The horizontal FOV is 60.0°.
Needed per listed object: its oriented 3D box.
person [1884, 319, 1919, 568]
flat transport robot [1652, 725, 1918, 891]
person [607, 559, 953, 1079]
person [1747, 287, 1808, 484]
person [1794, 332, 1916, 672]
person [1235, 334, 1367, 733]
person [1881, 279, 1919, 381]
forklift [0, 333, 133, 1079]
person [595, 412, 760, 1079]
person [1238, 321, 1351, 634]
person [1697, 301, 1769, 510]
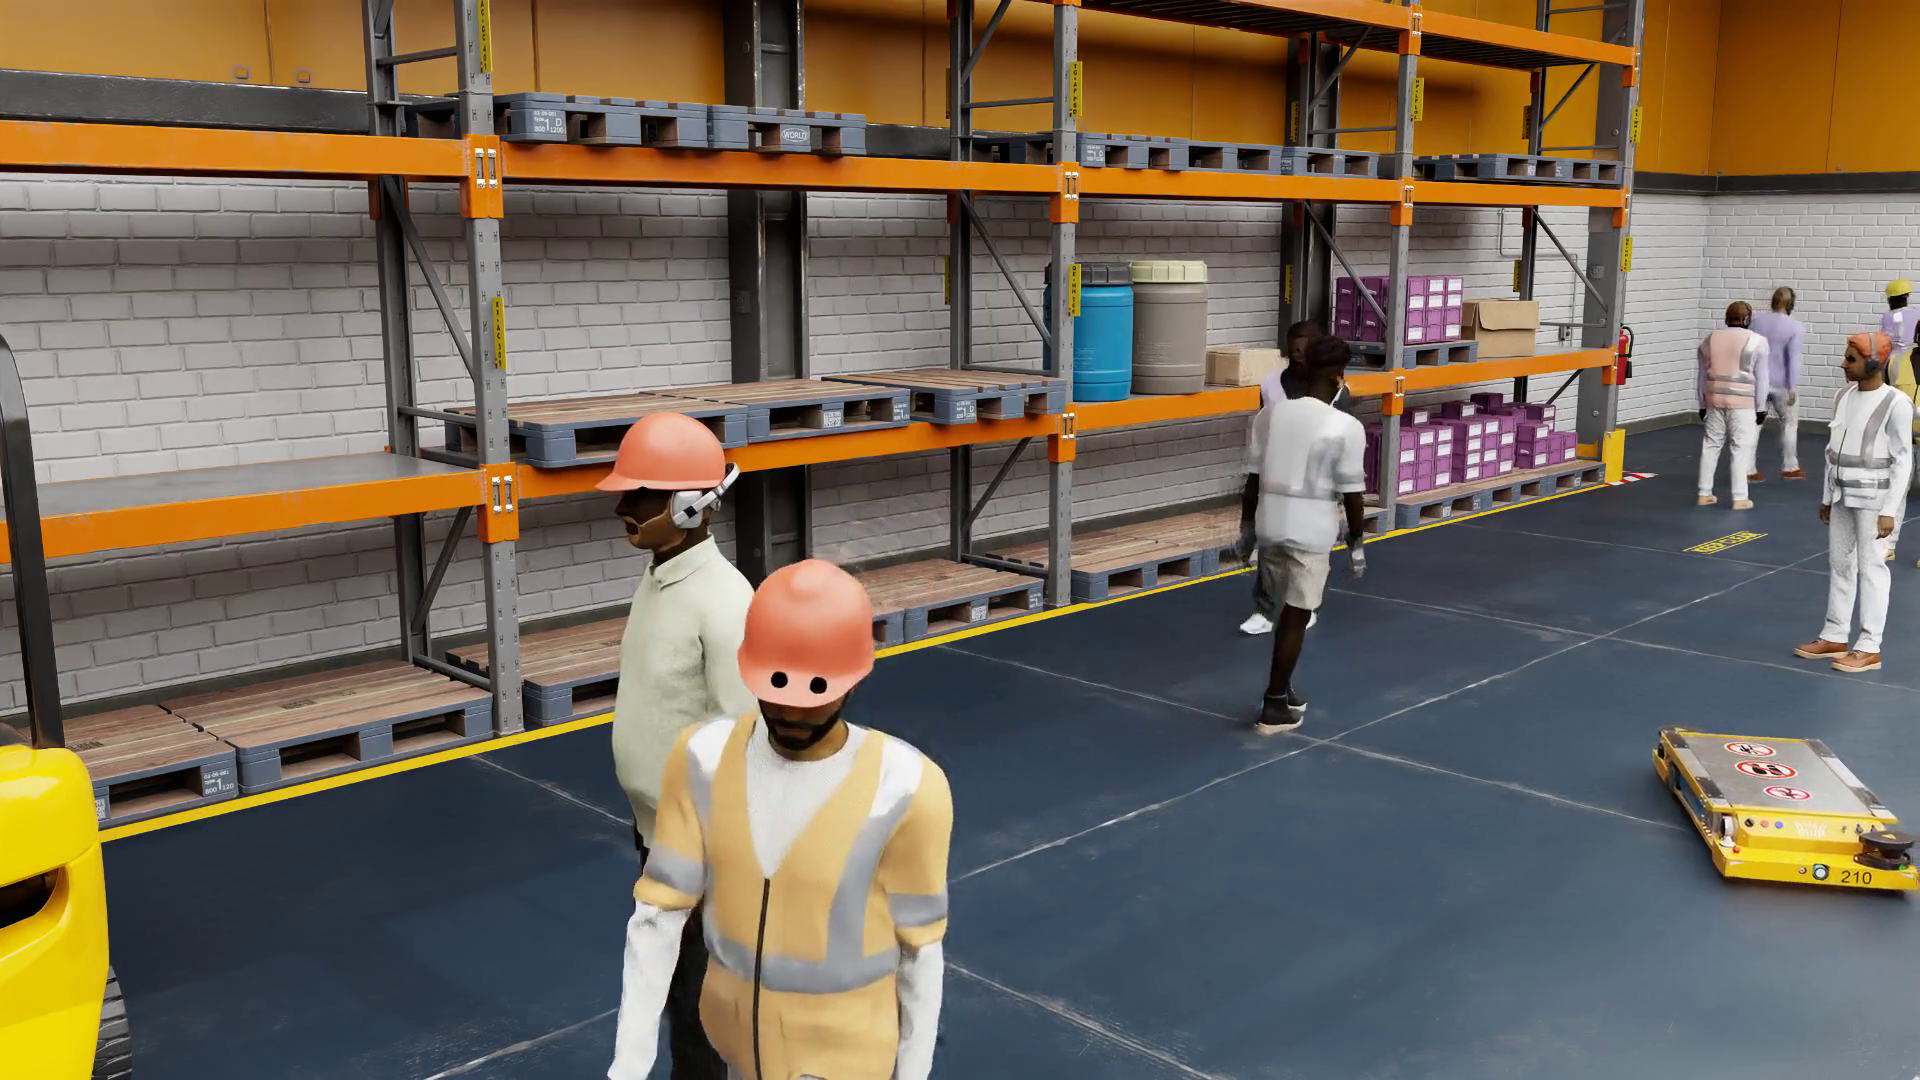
[{"bbox_3d":[6.977,-0.718,12.101,0.429,1.846,0.625,-10,14,-42],"label":"person"},{"bbox_3d":[3.295,1.048,6.751,0.652,0.197,1.431,2,11,12],"label":"flat transport robot"},{"bbox_3d":[-0.293,0.931,3.070,0.555,1.867,1.046,5,12,26],"label":"person"},{"bbox_3d":[7.968,-1.502,16.191,0.876,1.903,0.650,-6,12,-31],"label":"person"},{"bbox_3d":[4.990,-0.210,9.226,0.356,1.881,0.575,-2,11,-9],"label":"person"},{"bbox_3d":[1.684,-0.022,8.069,0.616,1.923,0.628,-8,13,-39],"label":"person"},{"bbox_3d":[10.566,-1.957,18.707,0.633,1.912,0.490,-4,11,-23],"label":"person"},{"bbox_3d":[-3.289,0.485,4.582,1.214,2.155,2.313,-10,14,-44],"label":"forklift"},{"bbox_3d":[-0.665,0.683,4.044,0.377,1.995,0.608,-6,12,-29],"label":"person"},{"bbox_3d":[1.989,-0.350,9.955,0.633,1.885,0.845,7,13,35],"label":"person"},{"bbox_3d":[6.840,-1.193,14.738,0.429,1.836,0.618,-8,13,-37],"label":"person"}]
